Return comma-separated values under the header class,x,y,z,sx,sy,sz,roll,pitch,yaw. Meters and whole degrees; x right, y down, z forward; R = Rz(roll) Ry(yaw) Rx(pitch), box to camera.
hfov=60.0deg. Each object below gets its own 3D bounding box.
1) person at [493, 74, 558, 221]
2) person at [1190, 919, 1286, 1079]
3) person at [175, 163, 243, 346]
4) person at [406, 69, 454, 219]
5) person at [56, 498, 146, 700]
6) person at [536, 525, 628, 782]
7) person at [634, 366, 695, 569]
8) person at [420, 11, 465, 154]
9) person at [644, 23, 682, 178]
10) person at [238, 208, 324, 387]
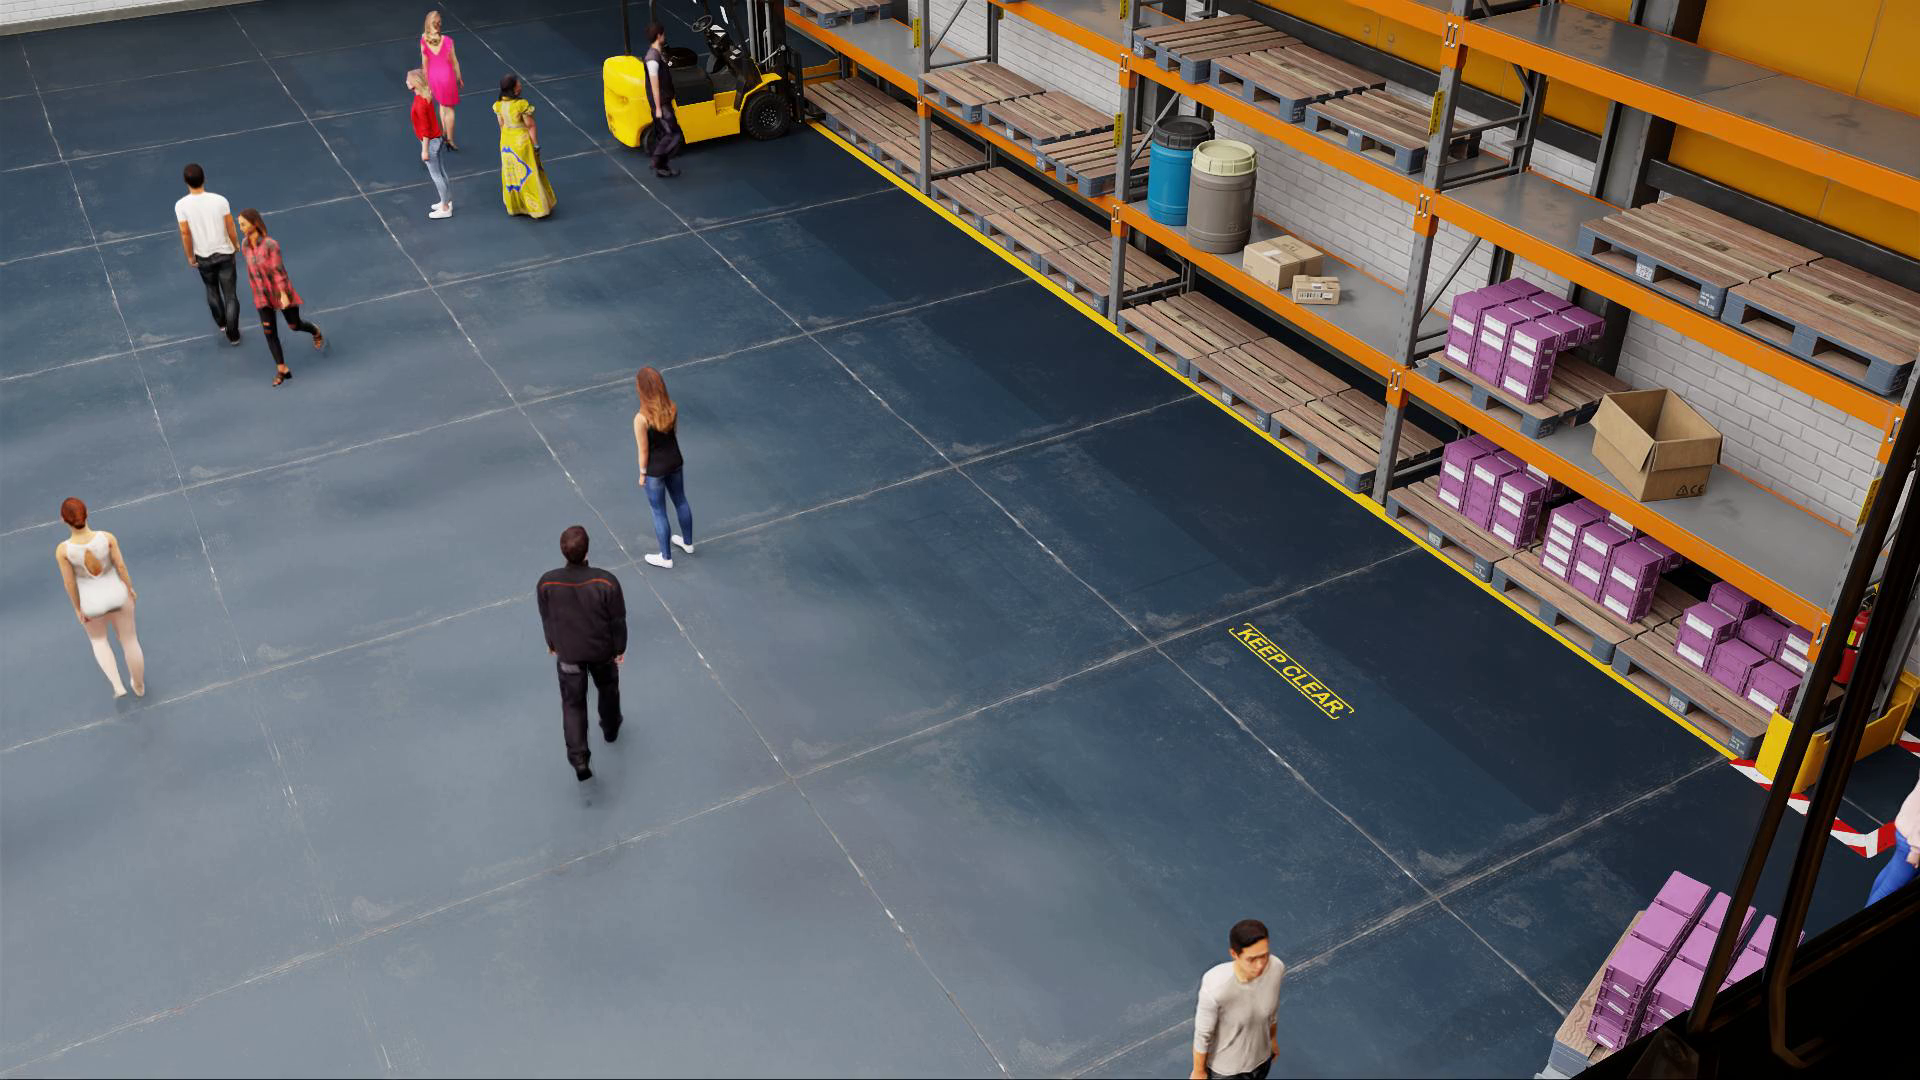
class,x,y,z,sx,sy,sz,roll,pitch,yaw
person,-5.004,-4.476,18.923,0.968,1.658,1.064,14,36,20
person,1.354,2.535,8.237,0.661,1.811,0.519,-17,37,-24
person,-7.269,-2.747,16.210,0.738,1.780,0.916,-10,35,-15
person,-6.027,-4.515,18.939,0.742,1.704,0.587,-3,34,-5
person,-5.911,0.460,11.517,0.559,1.635,0.607,-20,38,-27
person,-2.470,0.761,10.899,0.982,1.819,1.197,-4,34,-6
person,-2.325,-0.573,12.993,0.656,1.722,0.671,23,40,30
person,-6.457,-5.660,20.653,0.723,1.715,0.781,7,34,10
person,-3.677,-5.222,19.891,0.860,1.829,0.751,-1,34,-2
person,-6.412,-2.337,15.690,1.042,1.674,1.104,8,34,11
